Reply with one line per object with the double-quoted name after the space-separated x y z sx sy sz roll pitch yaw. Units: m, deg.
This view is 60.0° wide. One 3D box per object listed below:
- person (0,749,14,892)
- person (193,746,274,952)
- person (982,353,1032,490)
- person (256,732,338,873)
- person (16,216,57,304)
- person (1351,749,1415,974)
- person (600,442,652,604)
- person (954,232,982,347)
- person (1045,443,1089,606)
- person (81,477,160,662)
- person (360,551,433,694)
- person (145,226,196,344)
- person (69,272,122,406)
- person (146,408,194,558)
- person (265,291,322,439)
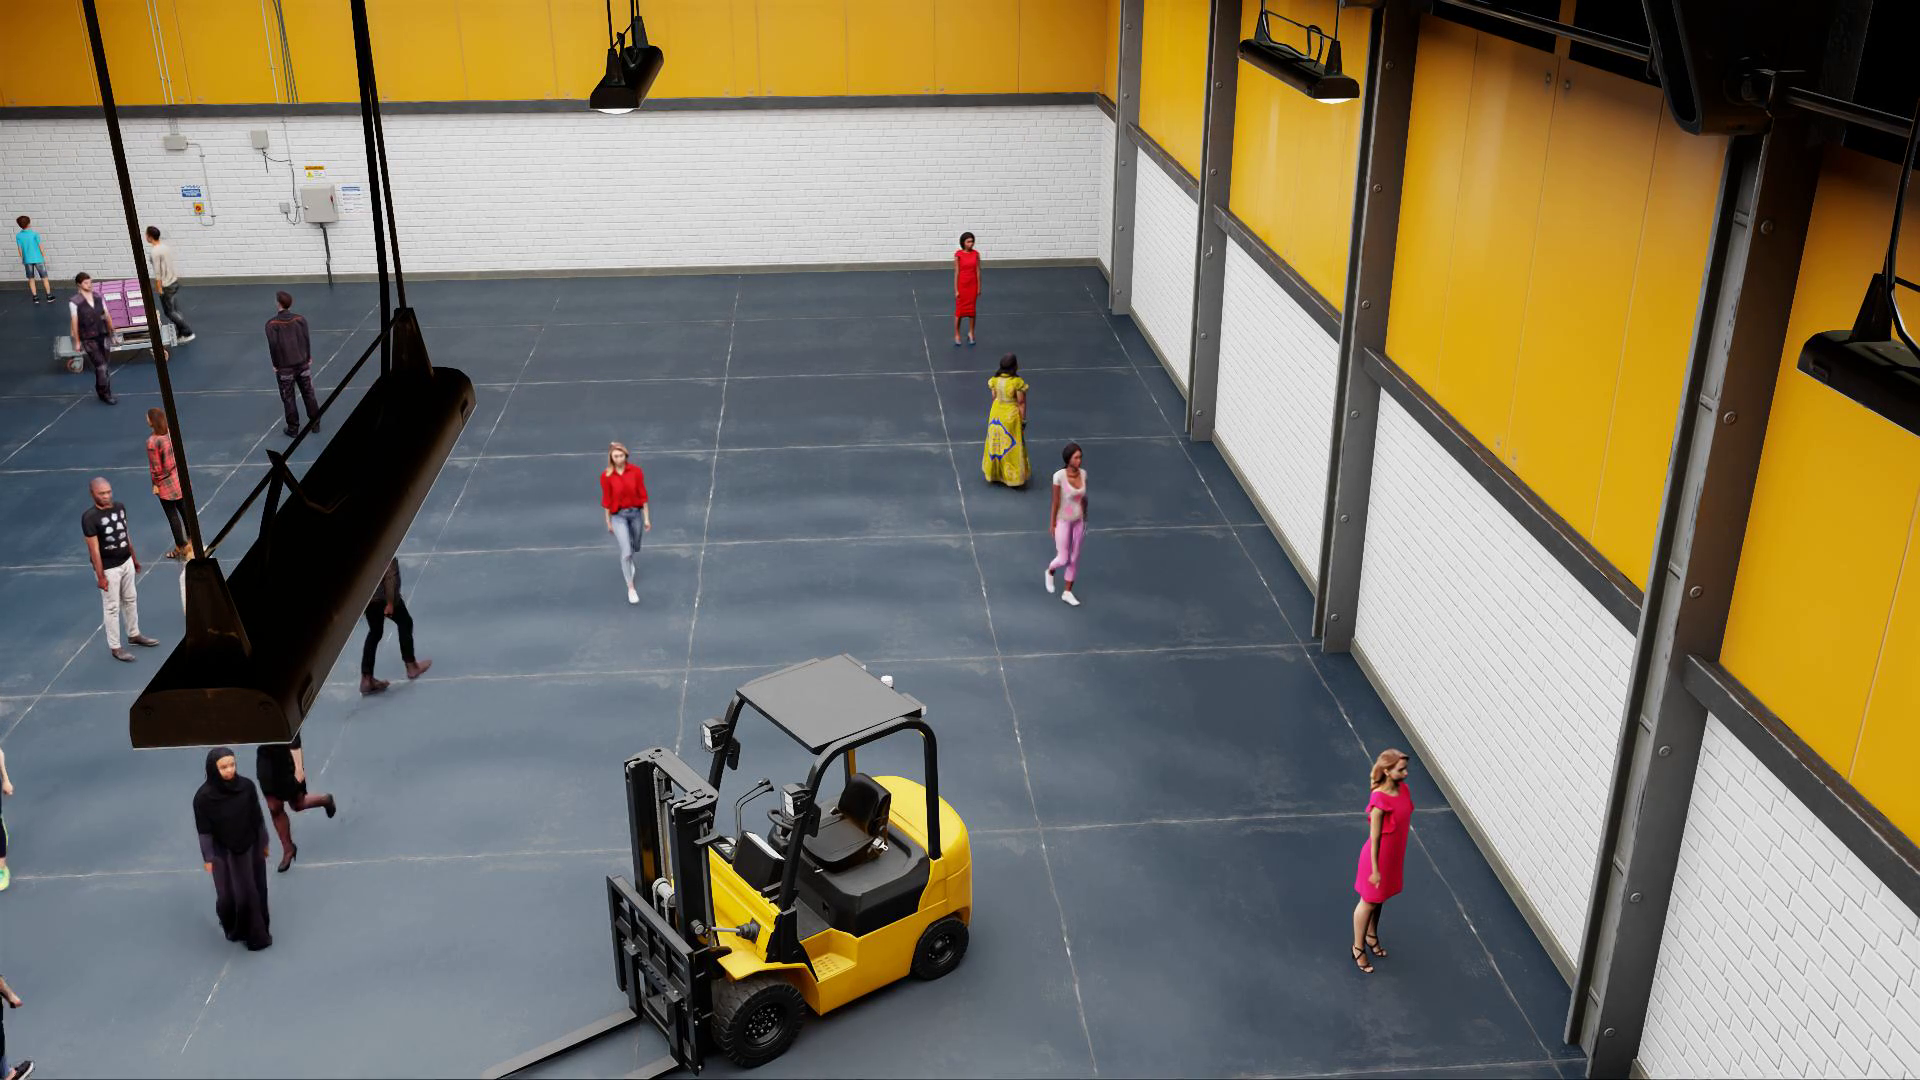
-7.422 1.776 12.579 0.745 1.686 1.055 -8 25 -17 "person"
-5.178 2.156 11.811 0.832 1.606 0.911 -20 30 -37 "person"
0.569 -1.441 19.978 0.976 1.655 1.005 15 28 30 "person"
-5.148 1.700 12.753 0.821 1.686 0.995 9 25 19 "person"
-15.394 -4.667 27.616 0.558 1.448 0.539 -7 24 -15 "person"
2.923 2.198 11.561 0.720 1.729 0.657 18 29 35 "person"
-3.451 -0.237 17.196 0.851 1.677 1.136 -10 26 -22 "person"
0.101 -3.835 25.346 0.611 1.741 0.573 -8 25 -17 "person"
1.060 -0.180 16.998 0.735 1.732 0.830 -13 27 -27 "person"
-8.106 0.246 15.934 0.796 1.803 0.672 7 25 17 "person"
-5.365 0.561 15.227 1.043 1.793 1.116 21 31 39 "person"
-12.074 -3.893 25.417 0.691 1.791 0.620 -2 24 -4 "person"
-11.916 -2.772 22.796 0.932 1.836 0.870 12 27 26 "person"
-8.593 -0.637 18.079 0.716 1.704 0.559 3 24 7 "person"
-8.681 -2.299 21.608 0.782 1.920 0.790 -17 29 -34 "person"
